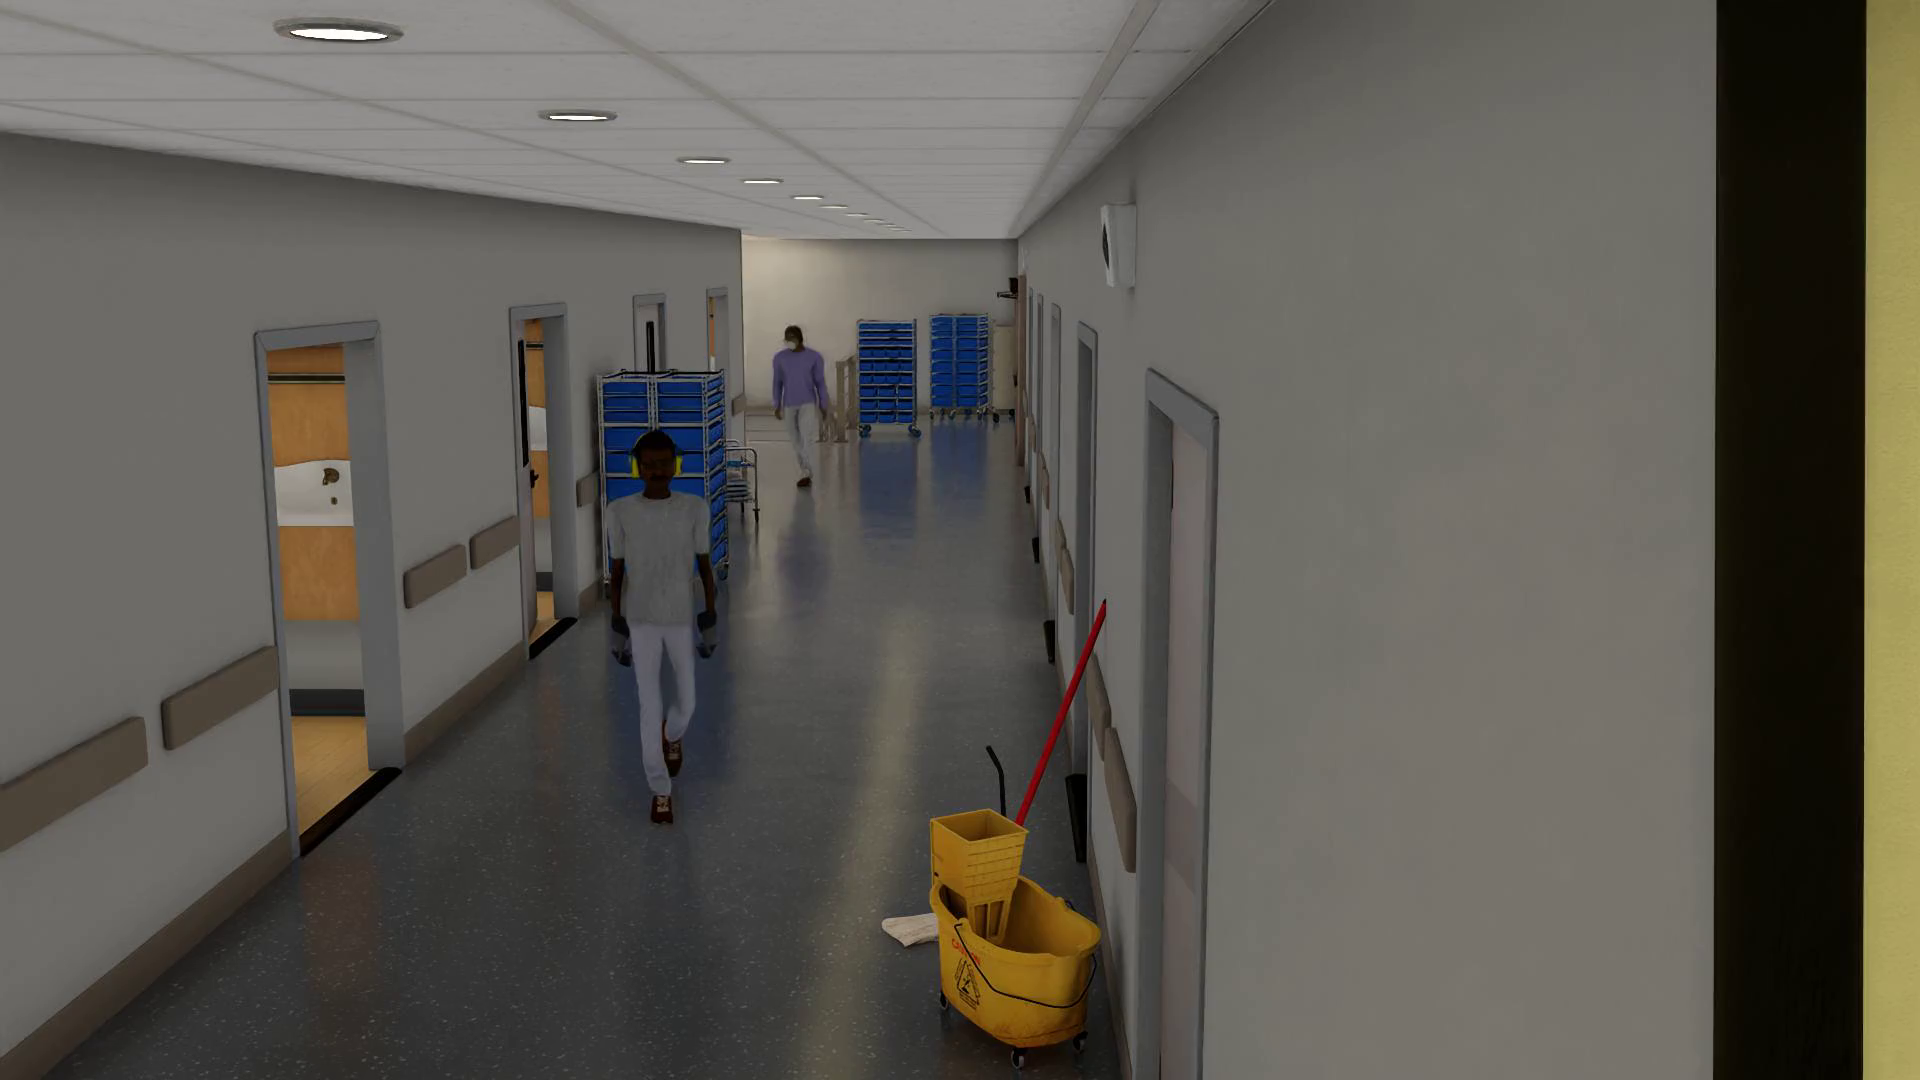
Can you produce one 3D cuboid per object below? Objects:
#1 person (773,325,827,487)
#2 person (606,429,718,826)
[{"bbox_3d":[-1.890,-1.611,19.761,0.640,1.907,0.895,1,10,8],"label":"person"},{"bbox_3d":[-1.431,0.376,7.980,0.505,1.856,0.709,-2,10,-14],"label":"person"}]
